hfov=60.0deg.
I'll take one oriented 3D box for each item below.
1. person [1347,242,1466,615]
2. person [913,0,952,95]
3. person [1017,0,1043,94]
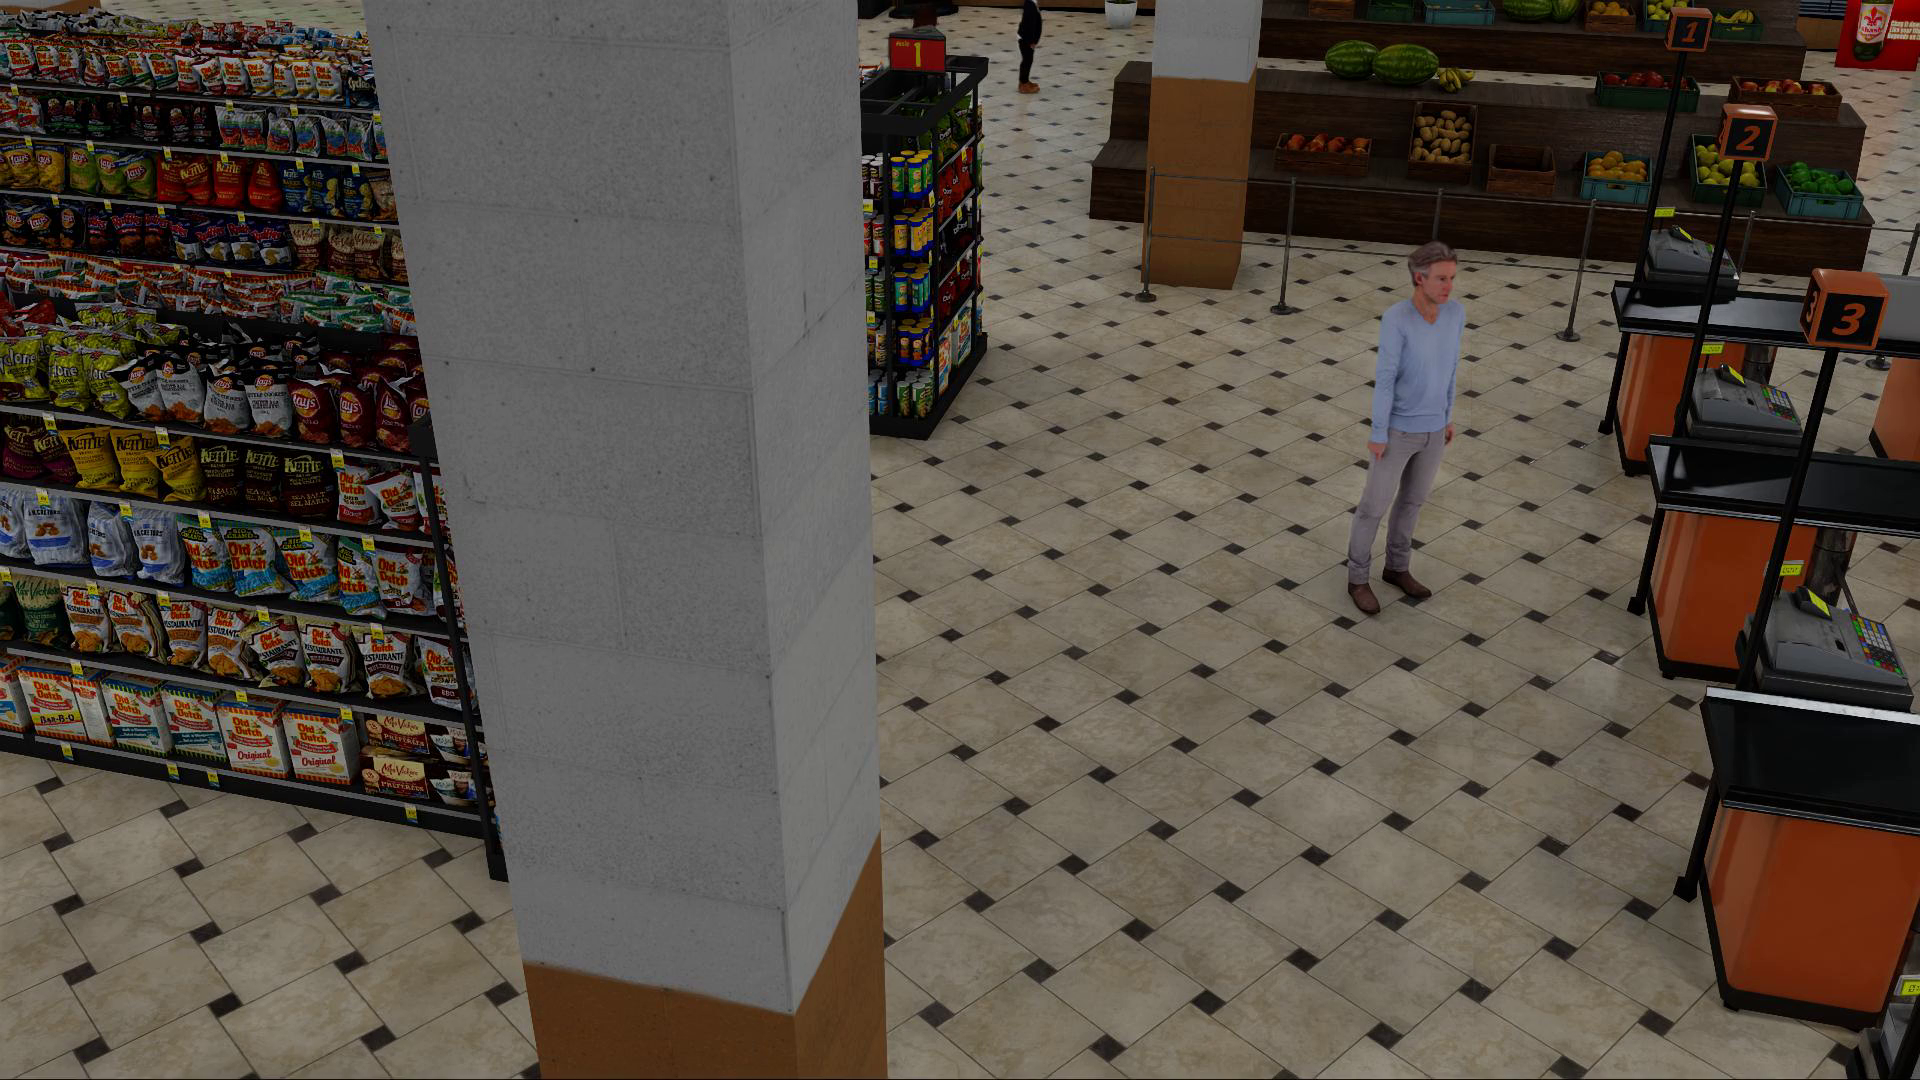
[{"bbox_3d":[2.200,-0.556,8.158,0.739,1.891,0.813,-14,31,-23],"label":"person"},{"bbox_3d":[-0.359,-4.044,15.014,0.999,1.443,1.011,-21,35,-34],"label":"person"},{"bbox_3d":[0.718,-5.400,17.730,0.573,1.220,0.563,-4,29,-7],"label":"person"}]
